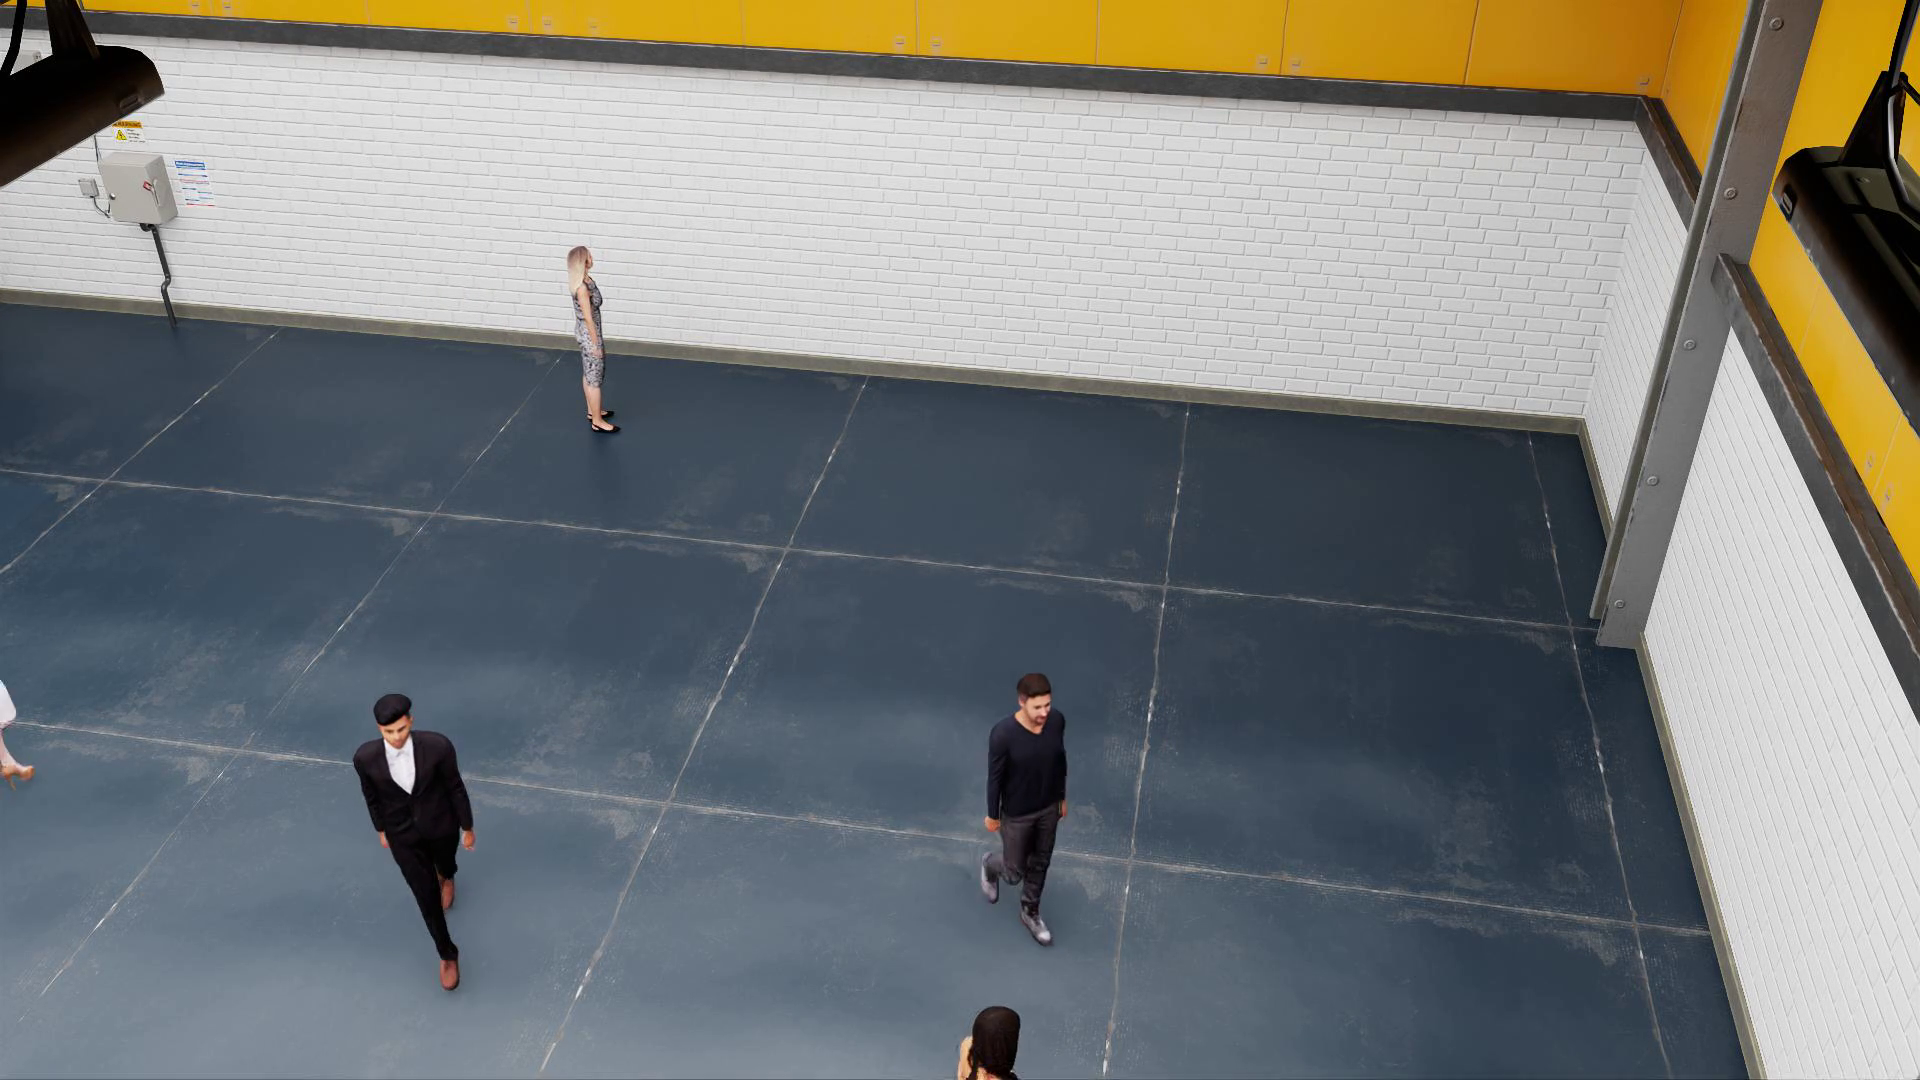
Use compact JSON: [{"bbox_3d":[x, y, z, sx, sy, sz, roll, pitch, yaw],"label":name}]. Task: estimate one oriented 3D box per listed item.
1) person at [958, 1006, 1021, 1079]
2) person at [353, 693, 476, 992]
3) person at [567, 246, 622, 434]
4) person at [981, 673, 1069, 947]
[{"bbox_3d":[0.042,2.776,7.682,0.952,1.618,0.937,-16,37,-23],"label":"person"},{"bbox_3d":[-3.010,1.548,9.328,1.061,1.840,1.303,-10,35,-15],"label":"person"},{"bbox_3d":[-3.217,-1.747,14.407,0.700,1.705,0.575,-10,35,-14],"label":"person"},{"bbox_3d":[0.339,1.463,9.441,0.905,1.856,0.983,-17,37,-24],"label":"person"}]
